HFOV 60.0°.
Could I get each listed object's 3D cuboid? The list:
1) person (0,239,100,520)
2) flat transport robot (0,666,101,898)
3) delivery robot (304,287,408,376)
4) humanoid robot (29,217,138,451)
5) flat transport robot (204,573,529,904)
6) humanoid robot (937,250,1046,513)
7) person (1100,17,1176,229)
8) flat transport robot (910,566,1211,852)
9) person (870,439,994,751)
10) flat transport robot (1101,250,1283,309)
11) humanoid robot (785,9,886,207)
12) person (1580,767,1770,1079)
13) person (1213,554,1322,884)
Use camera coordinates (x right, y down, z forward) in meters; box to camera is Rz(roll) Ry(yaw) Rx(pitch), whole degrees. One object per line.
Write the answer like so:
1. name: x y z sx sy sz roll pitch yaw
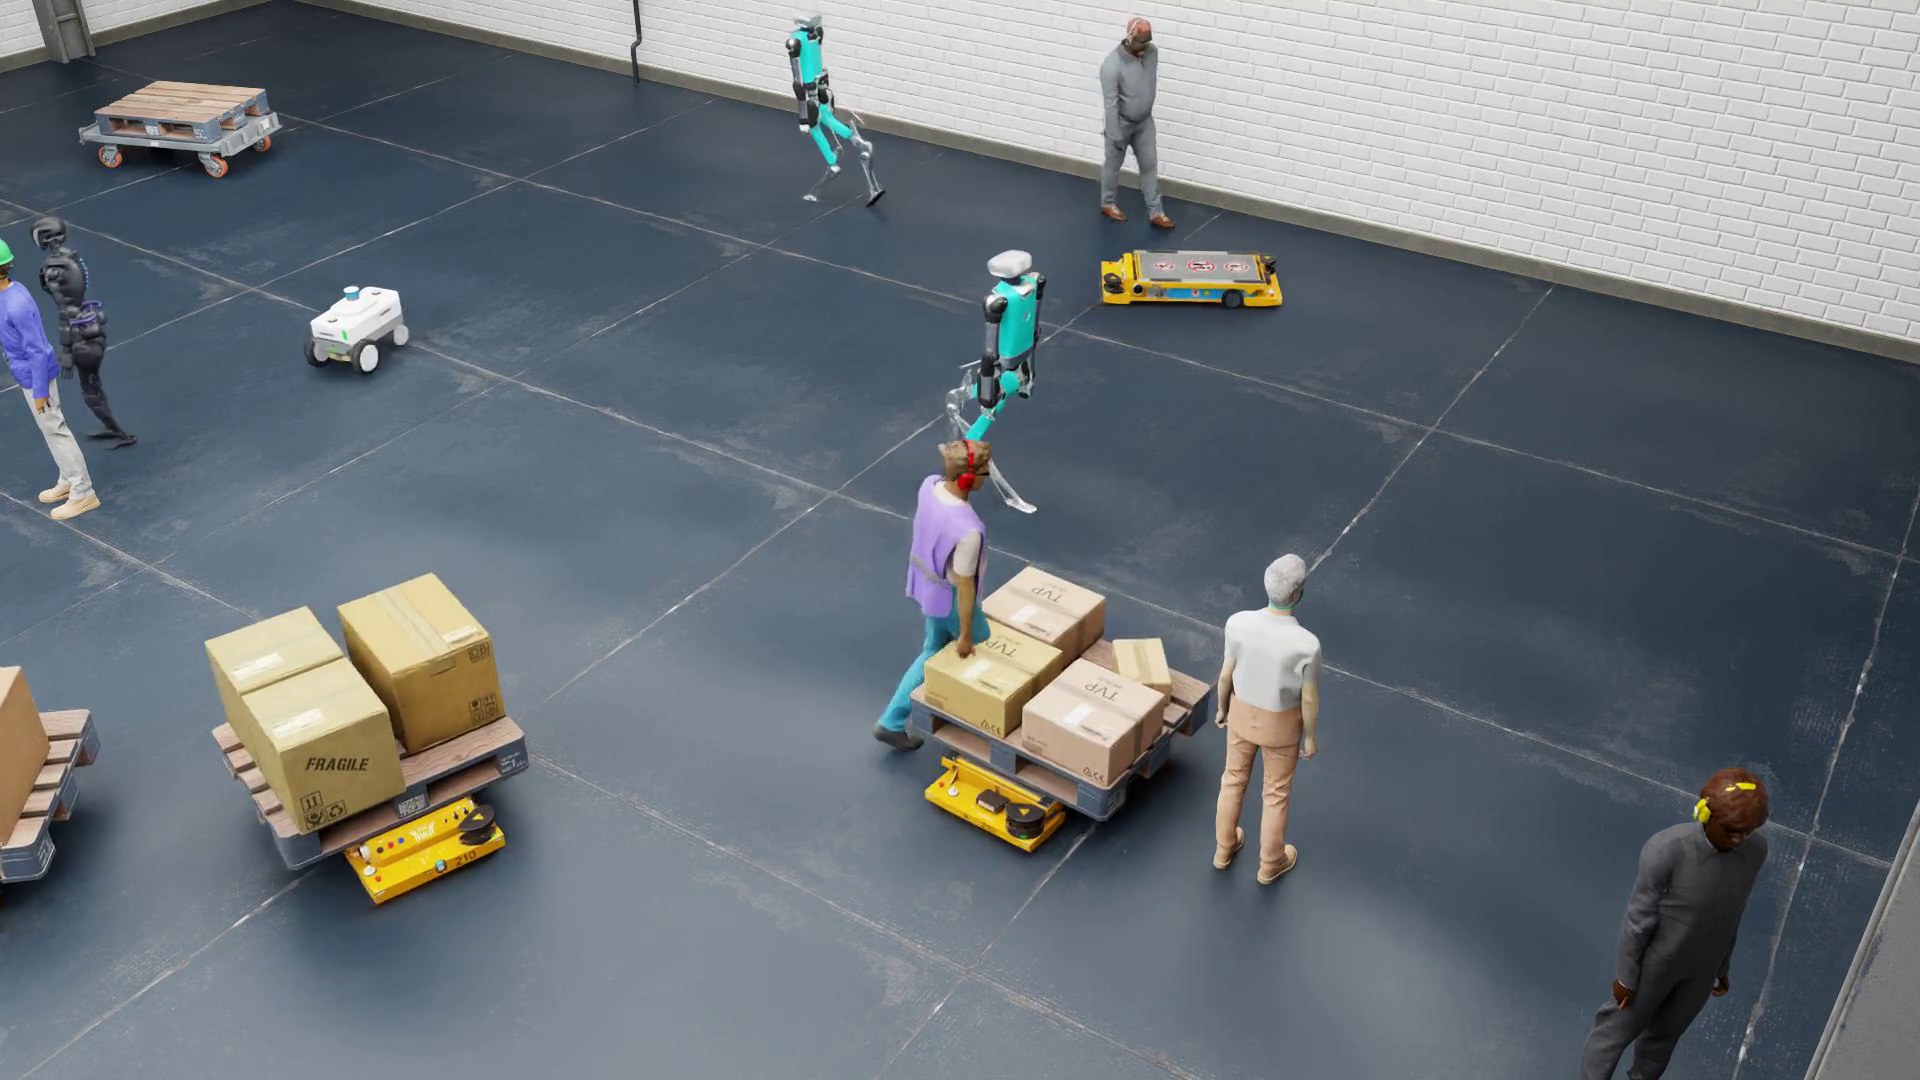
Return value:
1. person: -5.784 -1.010 10.347 0.342 1.872 0.468 -23 39 -31
2. flat transport robot: -4.870 1.433 8.027 0.659 0.231 1.431 -5 33 -8
3. delivery robot: -4.528 -1.588 12.481 0.499 0.614 0.804 11 34 17
4. humanoid robot: -5.843 -1.356 11.075 0.352 1.663 0.591 -8 34 -12
5. flat transport robot: -2.902 1.227 8.347 0.659 0.231 1.431 -23 39 -31
6. humanoid robot: 0.096 -1.056 10.591 1.018 1.786 0.532 23 39 31
7. person: 1.527 -3.574 14.345 0.666 1.862 0.867 -20 38 -29
8. flat transport robot: 0.512 1.042 8.635 0.659 0.231 1.431 22 39 31
9. person: -0.085 0.312 8.345 0.777 1.806 0.564 -17 36 -24
10. flat transport robot: 1.880 -2.132 13.574 1.431 0.231 0.659 1 33 2
11. humanoid robot: -1.027 -3.785 14.809 0.965 1.773 0.539 13 35 19
12. person: 2.698 1.599 6.286 0.492 1.874 0.355 -6 33 -10
13. person: 1.399 0.826 7.604 0.494 1.743 0.301 18 37 26
